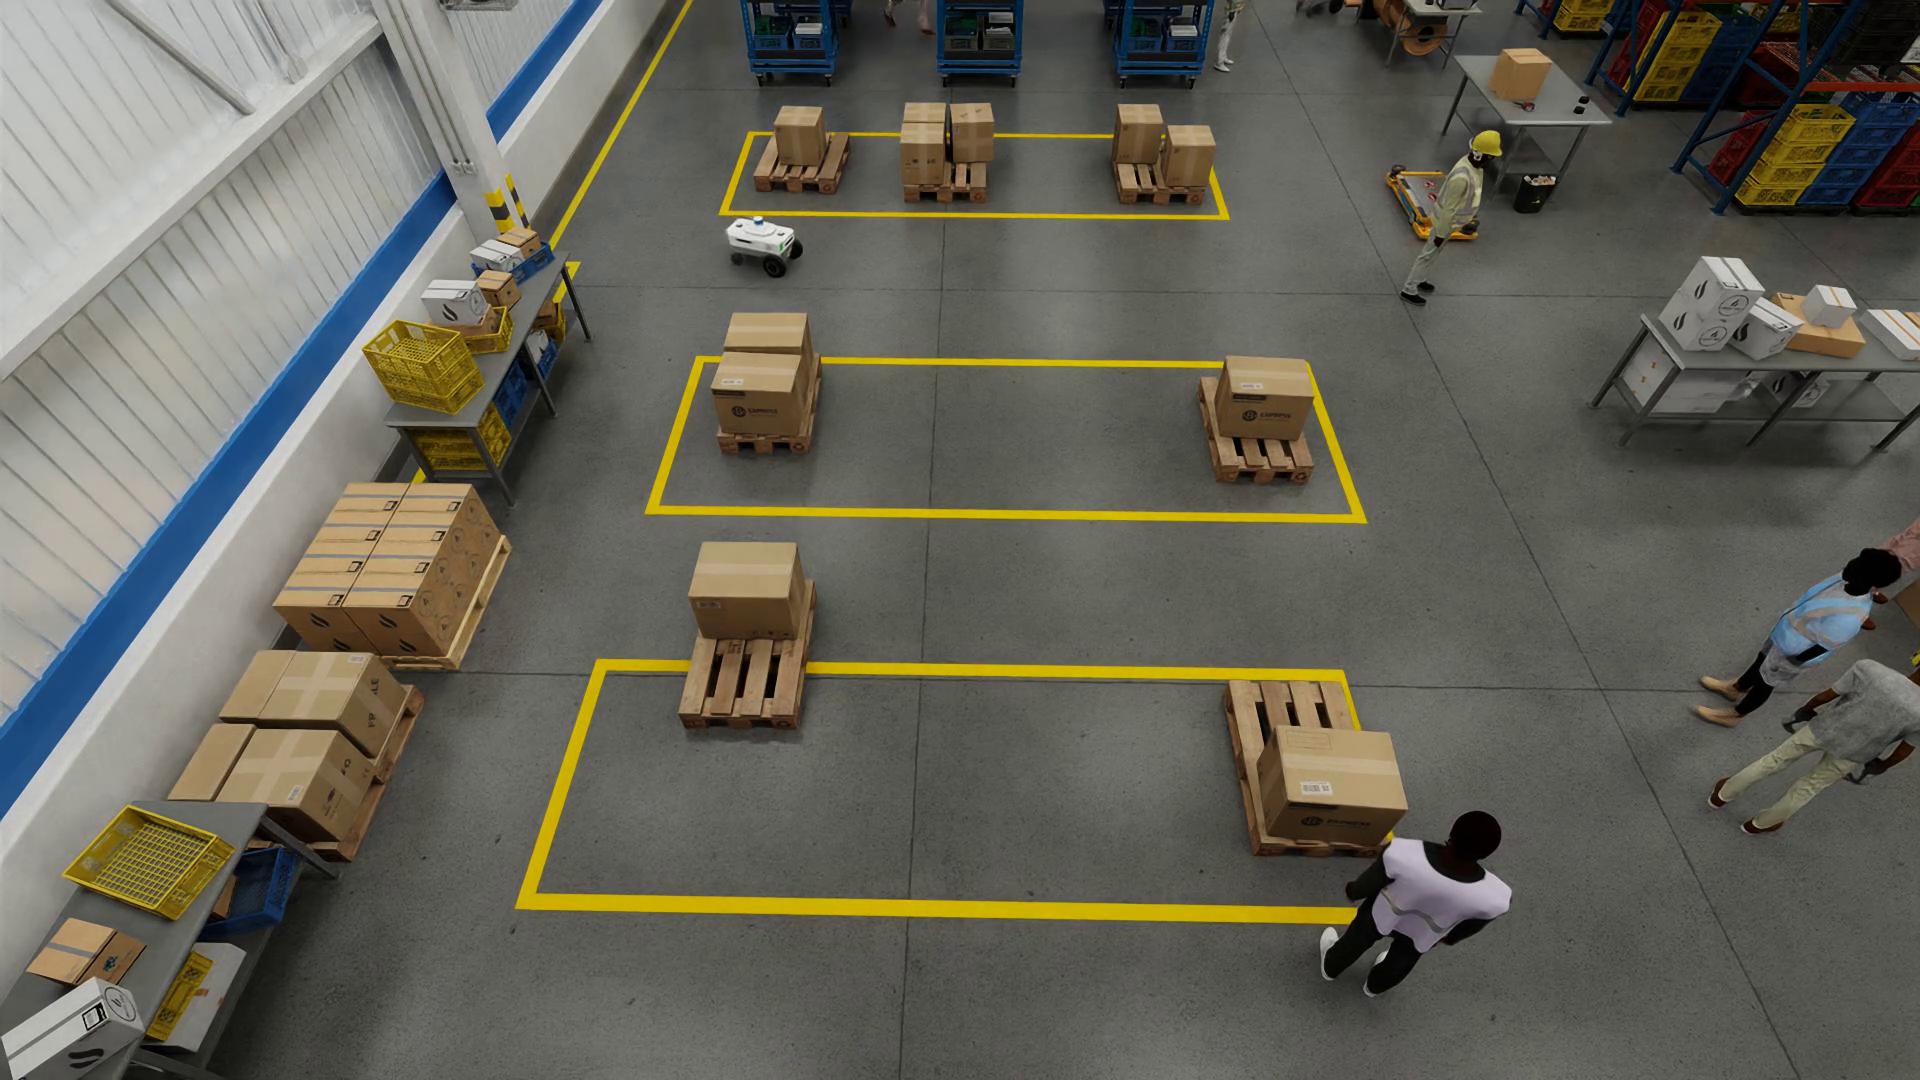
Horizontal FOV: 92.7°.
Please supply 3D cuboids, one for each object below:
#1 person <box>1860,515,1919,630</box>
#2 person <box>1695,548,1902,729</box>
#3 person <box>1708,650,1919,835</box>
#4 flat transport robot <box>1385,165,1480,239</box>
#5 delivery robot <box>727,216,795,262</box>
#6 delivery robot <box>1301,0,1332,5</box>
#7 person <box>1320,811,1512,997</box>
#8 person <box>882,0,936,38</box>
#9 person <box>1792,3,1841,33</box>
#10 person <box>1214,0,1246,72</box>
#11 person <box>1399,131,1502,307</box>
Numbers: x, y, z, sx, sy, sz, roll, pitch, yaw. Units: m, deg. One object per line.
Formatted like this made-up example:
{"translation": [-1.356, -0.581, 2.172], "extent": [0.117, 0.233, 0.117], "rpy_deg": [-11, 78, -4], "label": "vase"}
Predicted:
{"translation": [7.112, -0.118, 6.548], "extent": [0.643, 1.902, 0.400], "rpy_deg": [-33, 57, -25], "label": "person"}
{"translation": [5.477, 0.655, 6.010], "extent": [0.317, 1.696, 0.540], "rpy_deg": [27, 54, 21], "label": "person"}
{"translation": [5.207, 1.196, 5.437], "extent": [0.328, 1.862, 0.510], "rpy_deg": [-23, 53, -19], "label": "person"}
{"translation": [5.692, -4.094, 11.059], "extent": [0.652, 0.197, 1.431], "rpy_deg": [1, 49, 1], "label": "flat transport robot"}
{"translation": [-2.205, -3.352, 10.170], "extent": [0.707, 0.478, 0.477], "rpy_deg": [15, 51, 13], "label": "delivery robot"}
{"translation": [5.963, -9.083, 15.130], "extent": [0.707, 0.478, 0.477], "rpy_deg": [-17, 51, -14], "label": "delivery robot"}
{"translation": [2.318, 1.937, 4.761], "extent": [0.587, 1.914, 0.391], "rpy_deg": [21, 52, 17], "label": "person"}
{"translation": [-0.830, -8.842, 14.072], "extent": [0.965, 1.945, 0.632], "rpy_deg": [34, 57, 26], "label": "person"}
{"translation": [12.515, -7.781, 13.224], "extent": [0.639, 1.843, 0.393], "rpy_deg": [-16, 51, -13], "label": "person"}
{"translation": [3.974, -7.730, 13.303], "extent": [0.307, 1.645, 0.514], "rpy_deg": [17, 51, 14], "label": "person"}
{"translation": [4.980, -3.251, 9.309], "extent": [0.403, 1.823, 0.590], "rpy_deg": [28, 55, 22], "label": "person"}
